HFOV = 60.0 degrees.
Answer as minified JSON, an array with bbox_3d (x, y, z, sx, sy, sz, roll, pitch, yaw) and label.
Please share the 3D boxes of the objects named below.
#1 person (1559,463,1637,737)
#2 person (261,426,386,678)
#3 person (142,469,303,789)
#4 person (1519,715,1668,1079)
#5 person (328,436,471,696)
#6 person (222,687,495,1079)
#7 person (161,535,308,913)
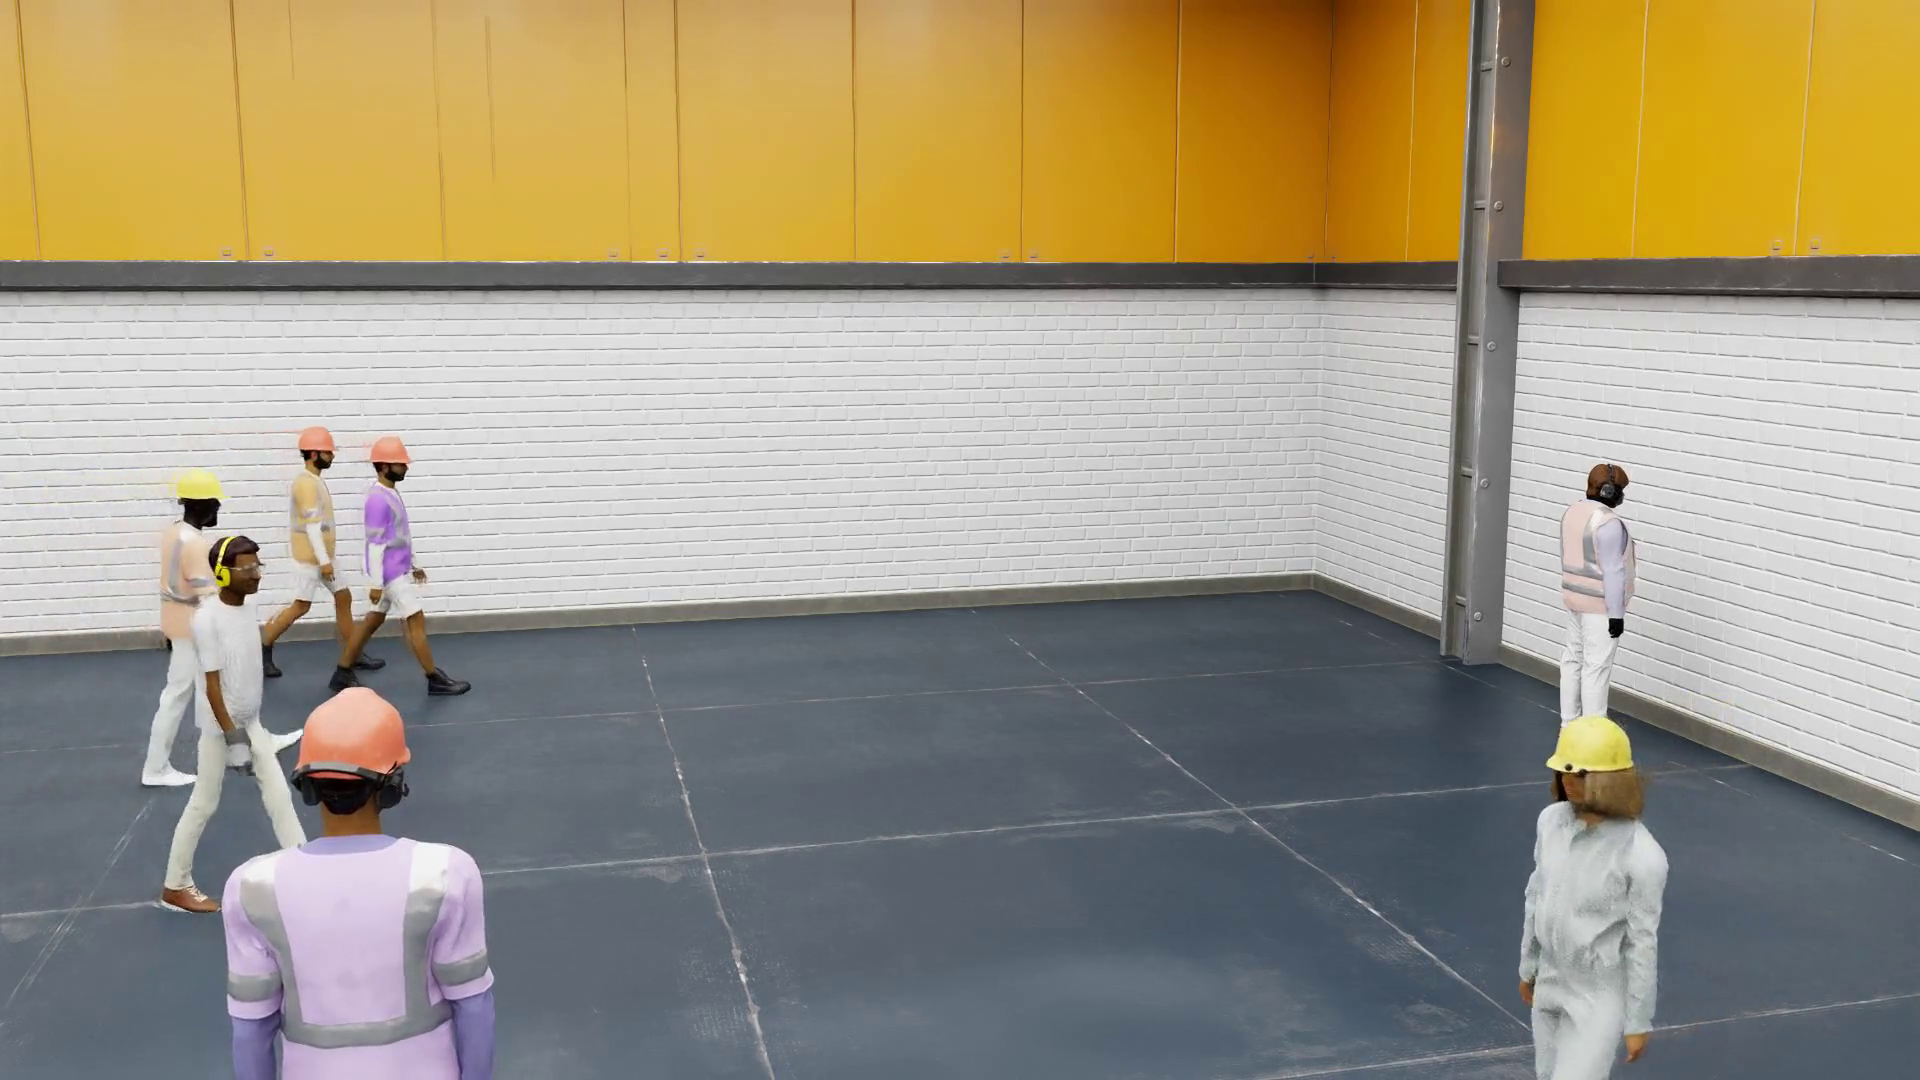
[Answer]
[{"bbox_3d":[4.060,0.427,10.596,0.429,1.838,0.621,-1,9,-7],"label":"person"},{"bbox_3d":[-4.918,0.094,12.502,0.951,1.903,0.554,-2,9,-9],"label":"person"},{"bbox_3d":[-4.463,0.512,9.929,0.987,1.873,0.622,-6,11,-33],"label":"person"},{"bbox_3d":[1.954,1.364,5.114,0.706,1.728,0.499,-4,10,-22],"label":"person"},{"bbox_3d":[-4.076,0.199,11.851,0.985,1.896,0.544,-2,9,-14],"label":"person"},{"bbox_3d":[-1.440,1.367,4.076,0.605,2.045,0.388,-1,9,-8],"label":"person"},{"bbox_3d":[-3.372,0.882,7.812,0.987,1.819,0.510,2,9,10],"label":"person"}]
